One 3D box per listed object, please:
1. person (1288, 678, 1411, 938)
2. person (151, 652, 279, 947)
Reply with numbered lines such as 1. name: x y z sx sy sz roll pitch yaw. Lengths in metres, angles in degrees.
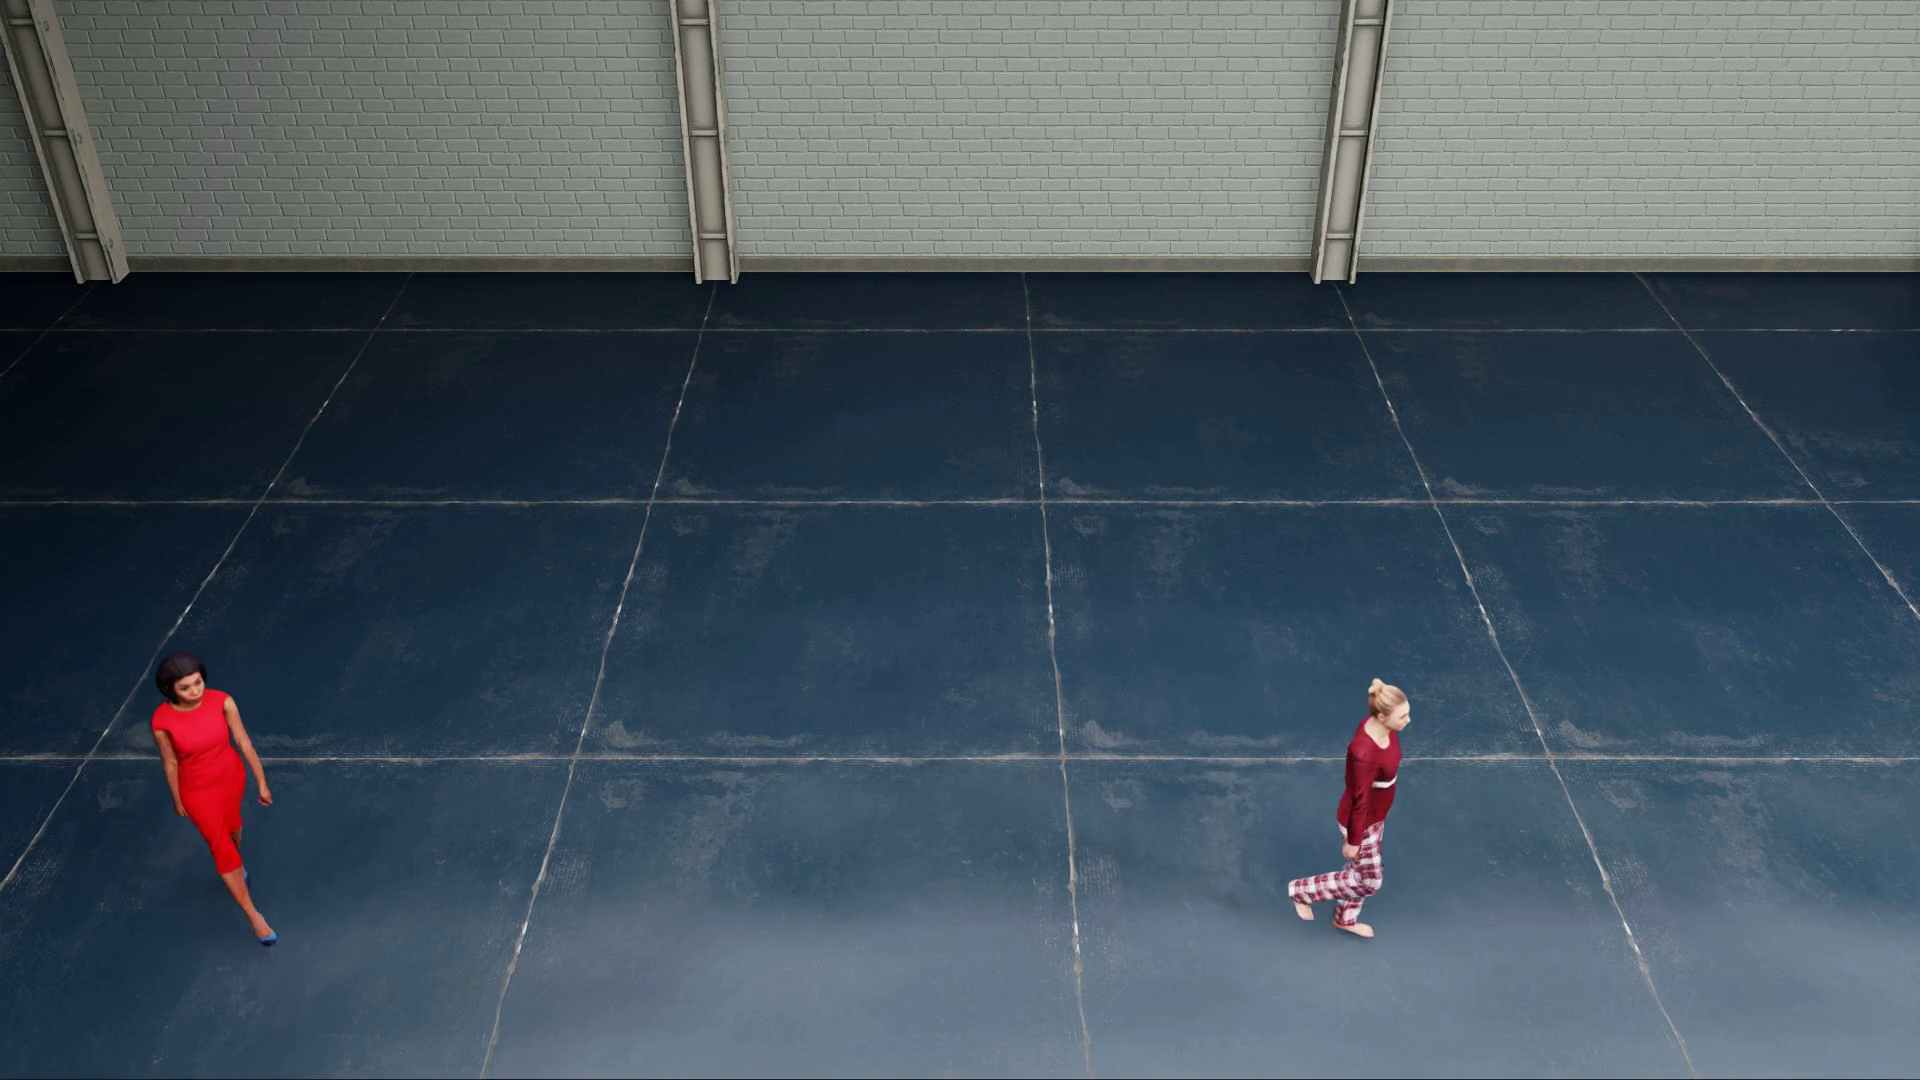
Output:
1. person: 2.013 1.387 8.602 0.829 1.694 0.770 13 35 20
2. person: -3.965 1.269 8.775 1.056 1.702 1.102 -27 42 -35
